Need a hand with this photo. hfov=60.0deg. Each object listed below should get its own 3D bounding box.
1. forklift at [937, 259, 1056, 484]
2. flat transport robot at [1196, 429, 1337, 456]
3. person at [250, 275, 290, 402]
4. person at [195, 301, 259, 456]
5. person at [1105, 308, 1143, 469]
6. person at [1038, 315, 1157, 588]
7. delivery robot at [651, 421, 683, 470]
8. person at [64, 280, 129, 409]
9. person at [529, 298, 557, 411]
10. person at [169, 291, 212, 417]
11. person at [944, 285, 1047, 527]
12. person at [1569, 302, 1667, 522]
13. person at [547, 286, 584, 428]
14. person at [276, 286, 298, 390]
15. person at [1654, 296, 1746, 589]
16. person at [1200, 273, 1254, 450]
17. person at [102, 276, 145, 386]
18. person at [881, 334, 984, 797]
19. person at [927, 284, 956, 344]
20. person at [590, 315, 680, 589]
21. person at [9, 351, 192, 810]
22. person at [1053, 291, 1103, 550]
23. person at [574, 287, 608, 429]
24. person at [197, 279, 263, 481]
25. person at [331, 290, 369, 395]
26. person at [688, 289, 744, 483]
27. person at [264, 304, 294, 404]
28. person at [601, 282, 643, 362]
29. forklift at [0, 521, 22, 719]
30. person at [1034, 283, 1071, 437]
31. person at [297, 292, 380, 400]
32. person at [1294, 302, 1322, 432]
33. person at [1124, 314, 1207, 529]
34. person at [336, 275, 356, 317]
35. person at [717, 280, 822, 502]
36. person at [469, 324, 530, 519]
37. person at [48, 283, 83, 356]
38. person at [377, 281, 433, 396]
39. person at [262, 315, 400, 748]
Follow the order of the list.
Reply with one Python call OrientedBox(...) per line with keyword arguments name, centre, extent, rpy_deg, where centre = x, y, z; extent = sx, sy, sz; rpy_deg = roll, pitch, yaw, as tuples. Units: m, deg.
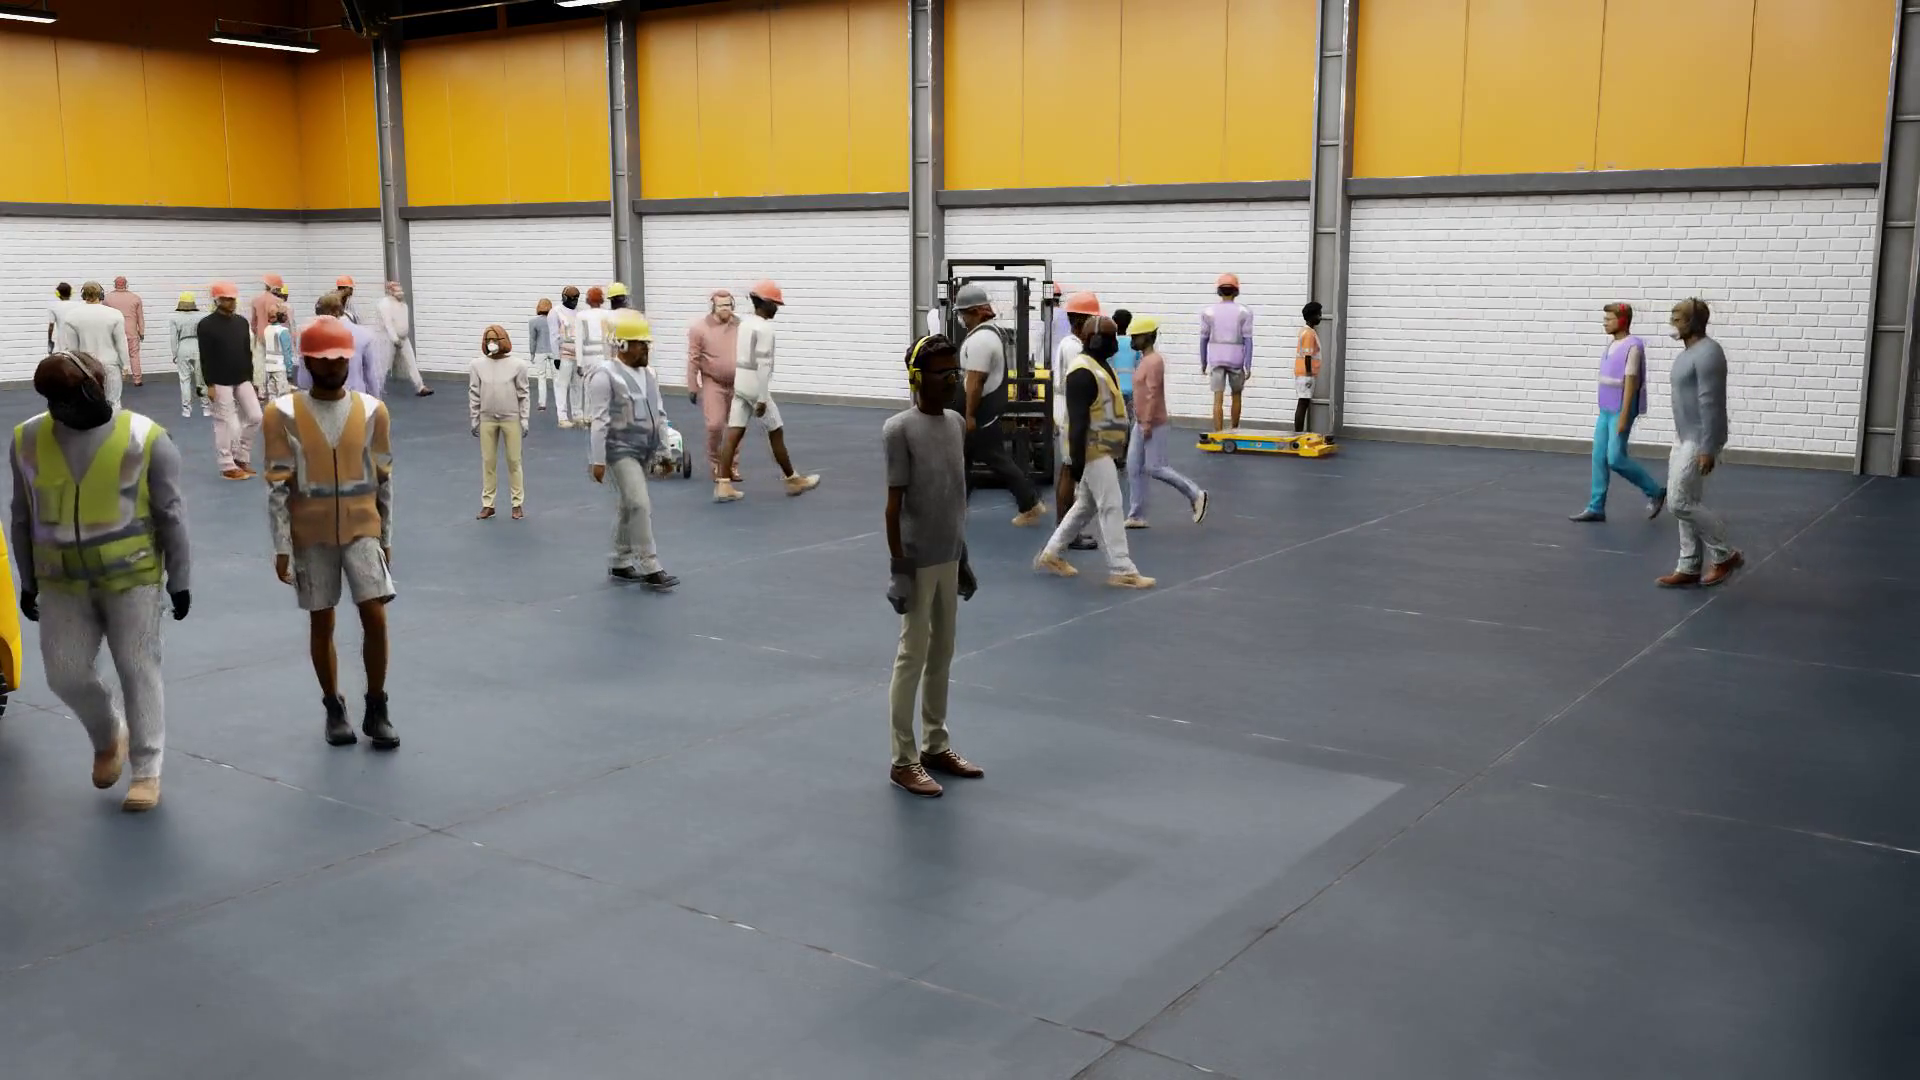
OrientedBox(name="forklift", centre=(0.370, -1.738, 16.759), extent=(1.214, 2.155, 2.313), rpy_deg=(1, 10, 3))
OrientedBox(name="flat transport robot", centre=(3.449, -1.108, 18.723), extent=(1.431, 0.197, 0.652), rpy_deg=(6, 11, 30))
OrientedBox(name="person", centre=(-10.538, -3.044, 25.282), extent=(0.852, 1.958, 0.409), rpy_deg=(4, 10, 24))
OrientedBox(name="person", centre=(-7.957, -1.748, 18.042), extent=(0.924, 1.786, 0.611), rpy_deg=(9, 13, 42))
OrientedBox(name="person", centre=(1.664, -1.535, 17.093), extent=(0.540, 1.678, 0.661), rpy_deg=(-1, 10, -8))
OrientedBox(name="person", centre=(0.902, -0.598, 11.125), extent=(0.859, 1.812, 0.642), rpy_deg=(3, 10, 18))
OrientedBox(name="delivery robot", centre=(-2.964, -0.956, 16.696), extent=(0.477, 0.478, 0.707), rpy_deg=(-2, 10, -11))
OrientedBox(name="person", centre=(-9.744, -1.960, 18.837), extent=(0.632, 1.940, 0.372), rpy_deg=(-2, 10, -14))
OrientedBox(name="person", centre=(-5.955, -2.669, 23.978), extent=(0.501, 1.630, 0.273), rpy_deg=(-4, 10, -24))
OrientedBox(name="person", centre=(-10.709, -2.585, 23.144), extent=(0.488, 1.743, 0.319), rpy_deg=(-4, 10, -24))
OrientedBox(name="person", centre=(0.222, -1.114, 13.500), extent=(1.023, 2.000, 0.682), rpy_deg=(1, 10, 5))
OrientedBox(name="person", centre=(5.434, -1.036, 13.651), extent=(0.666, 1.827, 0.584), rpy_deg=(0, 10, -2))
OrientedBox(name="person", centre=(-5.059, -2.383, 21.666), extent=(0.429, 1.838, 0.621), rpy_deg=(6, 11, 32))
OrientedBox(name="person", centre=(-11.365, -3.393, 27.918), extent=(0.518, 1.757, 0.338), rpy_deg=(2, 10, 14))
OrientedBox(name="person", centre=(4.806, -0.611, 10.824), extent=(0.472, 1.931, 0.668), rpy_deg=(1, 10, 8))
OrientedBox(name="person", centre=(3.101, -2.077, 19.291), extent=(0.616, 2.011, 0.881), rpy_deg=(2, 10, 14))
OrientedBox(name="person", centre=(-14.380, -3.582, 28.624), extent=(0.637, 1.900, 0.403), rpy_deg=(-5, 11, -28))
OrientedBox(name="person", centre=(-0.107, 0.095, 6.804), extent=(0.319, 1.871, 0.532), rpy_deg=(7, 12, 34))
OrientedBox(name="person", centre=(-0.175, -2.068, 19.552), extent=(0.392, 1.917, 0.592), rpy_deg=(-7, 12, -34))
OrientedBox(name="person", centre=(-2.070, -0.575, 10.986), extent=(0.785, 1.799, 0.613), rpy_deg=(5, 11, 26))
OrientedBox(name="person", centre=(-3.366, 0.166, 6.538), extent=(0.664, 1.816, 0.447), rpy_deg=(-2, 10, -10))
OrientedBox(name="person", centre=(0.891, -0.901, 12.543), extent=(0.375, 1.934, 0.548), rpy_deg=(0, 10, 1))
OrientedBox(name="person", centre=(-4.588, -2.279, 21.083), extent=(0.590, 1.826, 0.962), rpy_deg=(-3, 10, -20))
OrientedBox(name="person", centre=(-7.155, -1.563, 16.337), extent=(0.456, 1.981, 0.648), rpy_deg=(5, 11, 25))
OrientedBox(name="person", centre=(-7.661, -2.193, 20.638), extent=(0.918, 1.796, 0.522), rpy_deg=(1, 10, 8))
OrientedBox(name="person", centre=(-2.284, -1.489, 16.181), extent=(0.675, 1.880, 0.482), rpy_deg=(-5, 11, -28))
OrientedBox(name="person", centre=(-8.256, -2.038, 20.185), extent=(0.515, 1.641, 0.315), rpy_deg=(8, 12, 40))
OrientedBox(name="person", centre=(-4.016, -2.088, 19.707), extent=(0.590, 1.901, 0.606), rpy_deg=(-7, 12, -37))
OrientedBox(name="forklift", centre=(-5.296, -0.090, 6.943), extent=(1.214, 2.155, 2.313), rpy_deg=(7, 12, 35))
OrientedBox(name="person", centre=(1.156, -2.231, 20.626), extent=(0.658, 1.872, 0.945), rpy_deg=(-8, 12, -39))
OrientedBox(name="person", centre=(-5.446, -1.202, 14.477), extent=(1.021, 1.881, 0.641), rpy_deg=(9, 13, 42))
OrientedBox(name="person", centre=(4.041, -1.916, 19.318), extent=(0.318, 1.691, 0.529), rpy_deg=(1, 10, 8))
OrientedBox(name="person", centre=(1.595, -0.938, 13.341), extent=(0.688, 1.738, 0.533), rpy_deg=(-2, 10, -9))
OrientedBox(name="person", centre=(-9.581, -3.167, 26.027), extent=(0.361, 1.939, 0.543), rpy_deg=(0, 10, -1))
OrientedBox(name="person", centre=(-1.784, -1.340, 15.016), extent=(1.060, 1.969, 0.645), rpy_deg=(-7, 12, -35))
OrientedBox(name="person", centre=(-3.850, -0.984, 13.933), extent=(0.501, 1.633, 0.284), rpy_deg=(0, 10, 0))
OrientedBox(name="person", centre=(-13.497, -2.970, 25.172), extent=(0.544, 1.841, 0.801), rpy_deg=(-7, 12, -36))
OrientedBox(name="person", centre=(-8.964, -3.187, 26.476), extent=(1.000, 1.851, 0.635), rpy_deg=(4, 10, 24))
OrientedBox(name="person", centre=(-2.730, -0.013, 7.282), extent=(0.551, 1.918, 0.629), rpy_deg=(-5, 11, -28))
